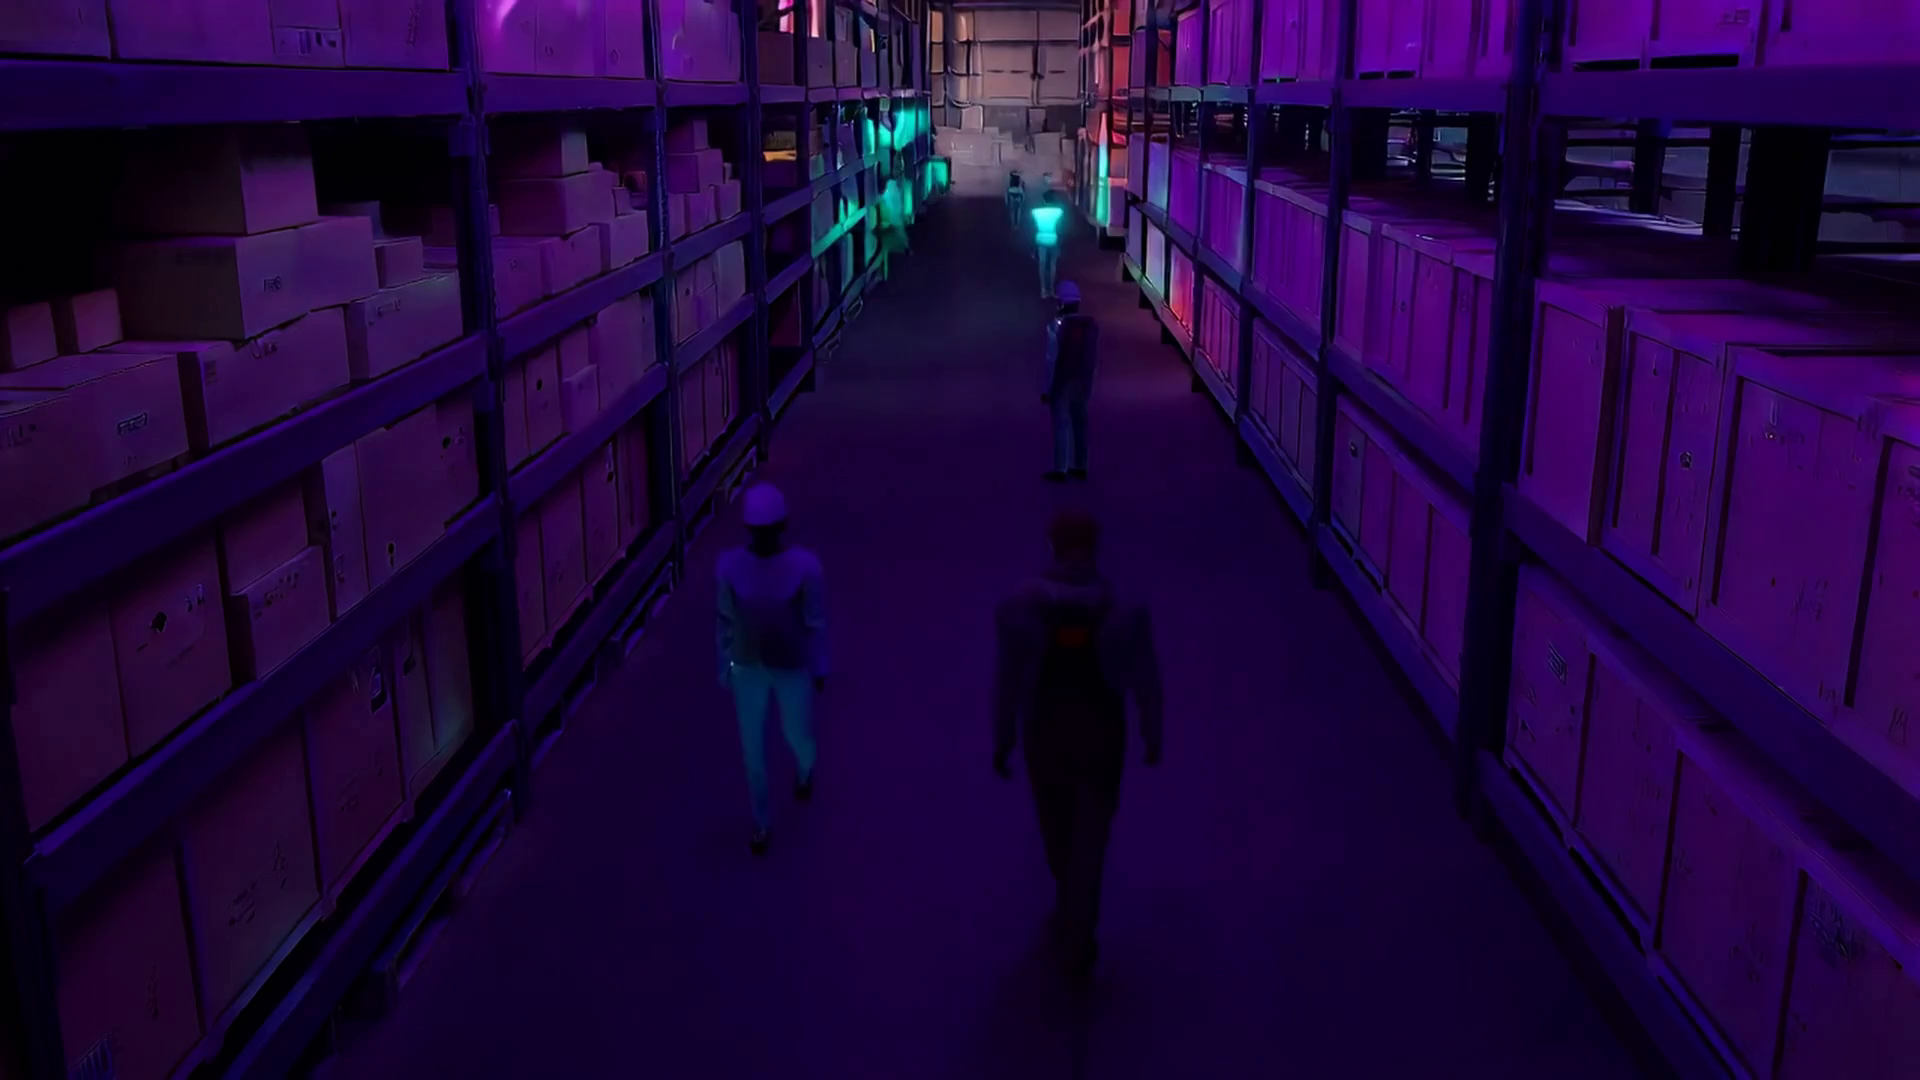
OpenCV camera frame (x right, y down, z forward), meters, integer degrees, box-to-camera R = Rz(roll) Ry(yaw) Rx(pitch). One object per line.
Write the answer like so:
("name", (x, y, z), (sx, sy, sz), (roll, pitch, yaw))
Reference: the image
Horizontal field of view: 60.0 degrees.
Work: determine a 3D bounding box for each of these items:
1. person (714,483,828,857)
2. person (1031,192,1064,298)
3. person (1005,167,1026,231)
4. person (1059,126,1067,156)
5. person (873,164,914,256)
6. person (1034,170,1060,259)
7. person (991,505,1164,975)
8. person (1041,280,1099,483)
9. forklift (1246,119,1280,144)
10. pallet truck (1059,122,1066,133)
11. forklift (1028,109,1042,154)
("person", (-0.879, 0.556, 7.877), (0.528, 1.748, 0.678), (1, 15, 4))
("person", (1.532, -5.141, 28.967), (0.588, 1.790, 0.955), (3, 15, 12))
("person", (1.447, -8.782, 42.886), (0.538, 1.600, 0.808), (3, 15, 10))
("person", (4.961, -19.297, 81.483), (0.575, 1.882, 0.360), (0, 15, 1))
("person", (-1.507, -7.163, 36.183), (1.090, 1.970, 0.679), (-1, 15, -3))
("person", (1.868, -6.921, 35.444), (0.659, 1.883, 0.647), (-6, 16, -22))
("person", (0.504, 0.763, 6.902), (0.682, 1.844, 1.004), (4, 15, 13))
("person", (0.974, -1.436, 15.112), (0.600, 1.836, 0.404), (-11, 19, -36))
("forklift", (7.710, -9.288, 42.348), (1.129, 2.768, 1.873), (0, 15, 2))
("pallet truck", (5.788, -21.111, 88.014), (1.885, 1.965, 0.823), (5, 16, 18))
("forklift", (3.190, -16.828, 70.404), (1.873, 2.768, 1.129), (4, 16, 16))
